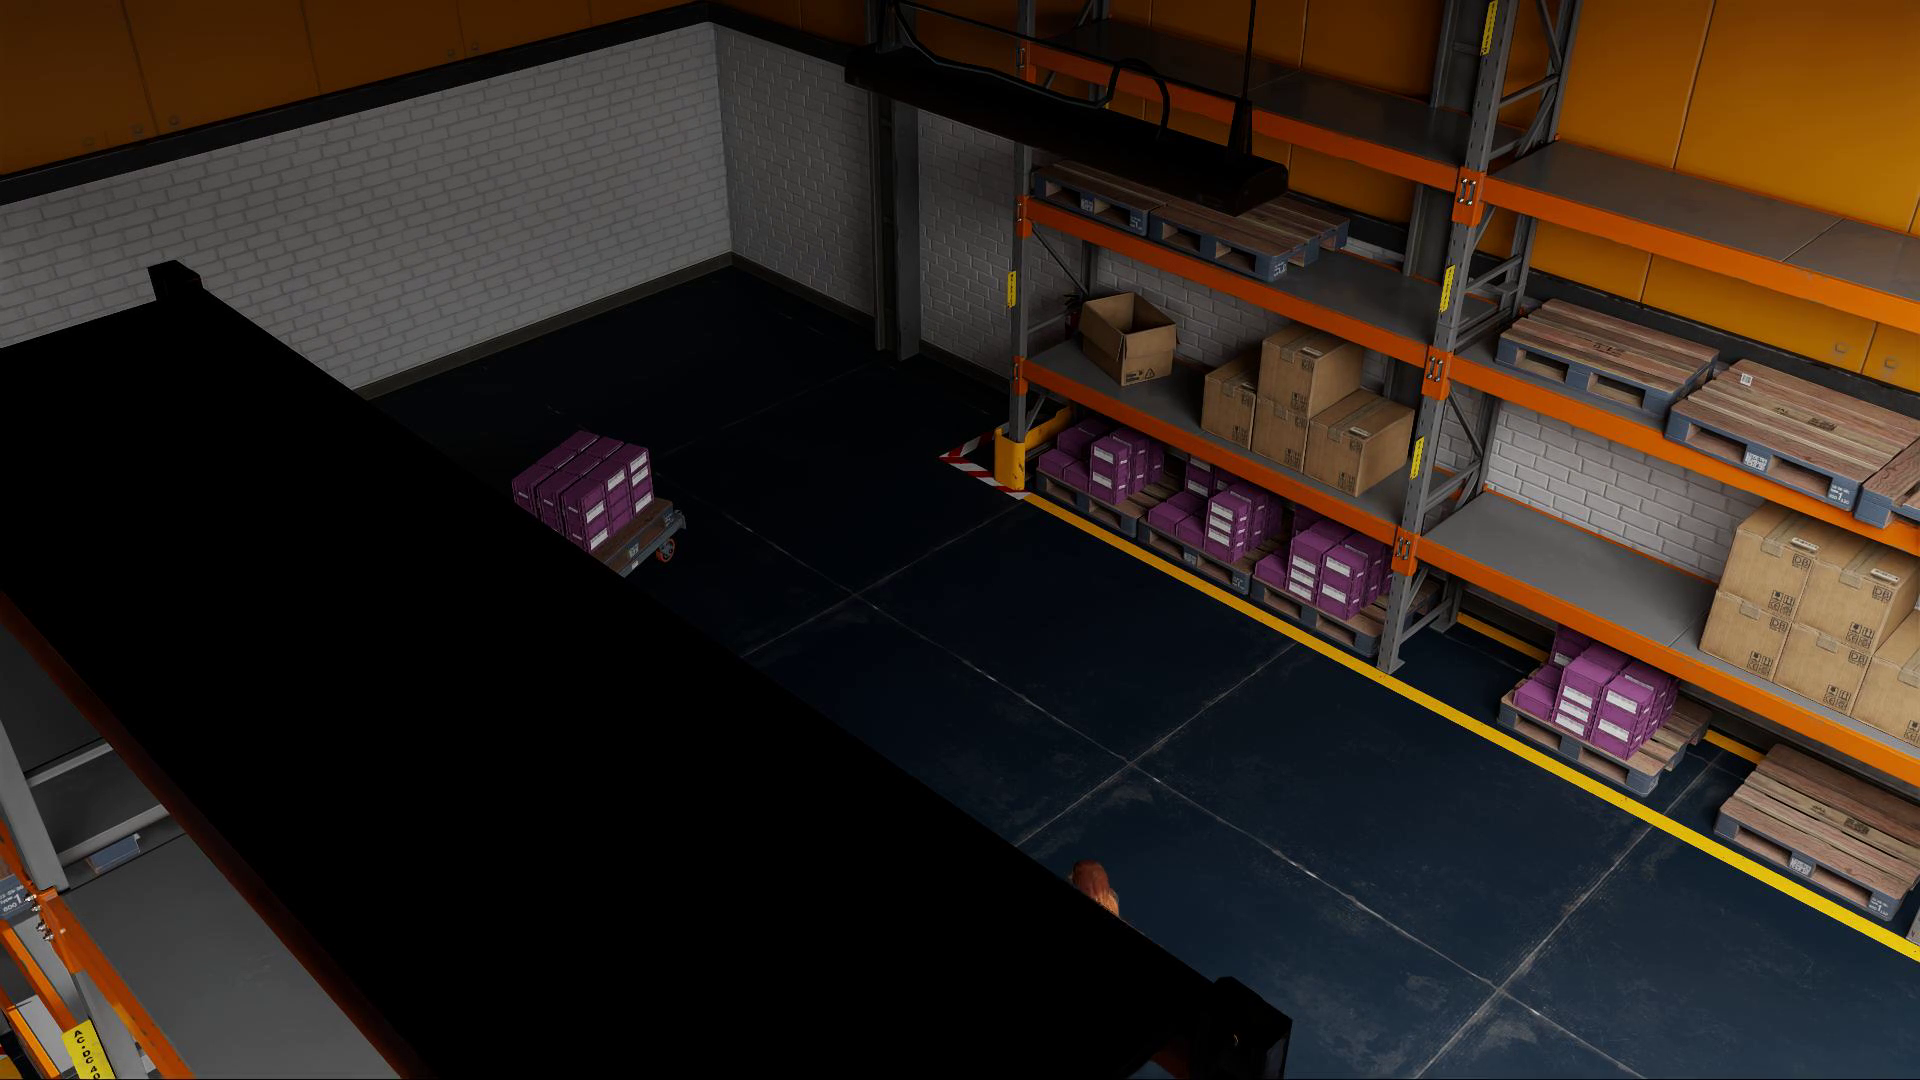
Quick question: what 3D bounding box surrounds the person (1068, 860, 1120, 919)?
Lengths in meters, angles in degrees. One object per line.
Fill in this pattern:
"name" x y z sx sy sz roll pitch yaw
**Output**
"person" 0.828 2.479 9.342 0.948 1.690 0.829 9 35 13
